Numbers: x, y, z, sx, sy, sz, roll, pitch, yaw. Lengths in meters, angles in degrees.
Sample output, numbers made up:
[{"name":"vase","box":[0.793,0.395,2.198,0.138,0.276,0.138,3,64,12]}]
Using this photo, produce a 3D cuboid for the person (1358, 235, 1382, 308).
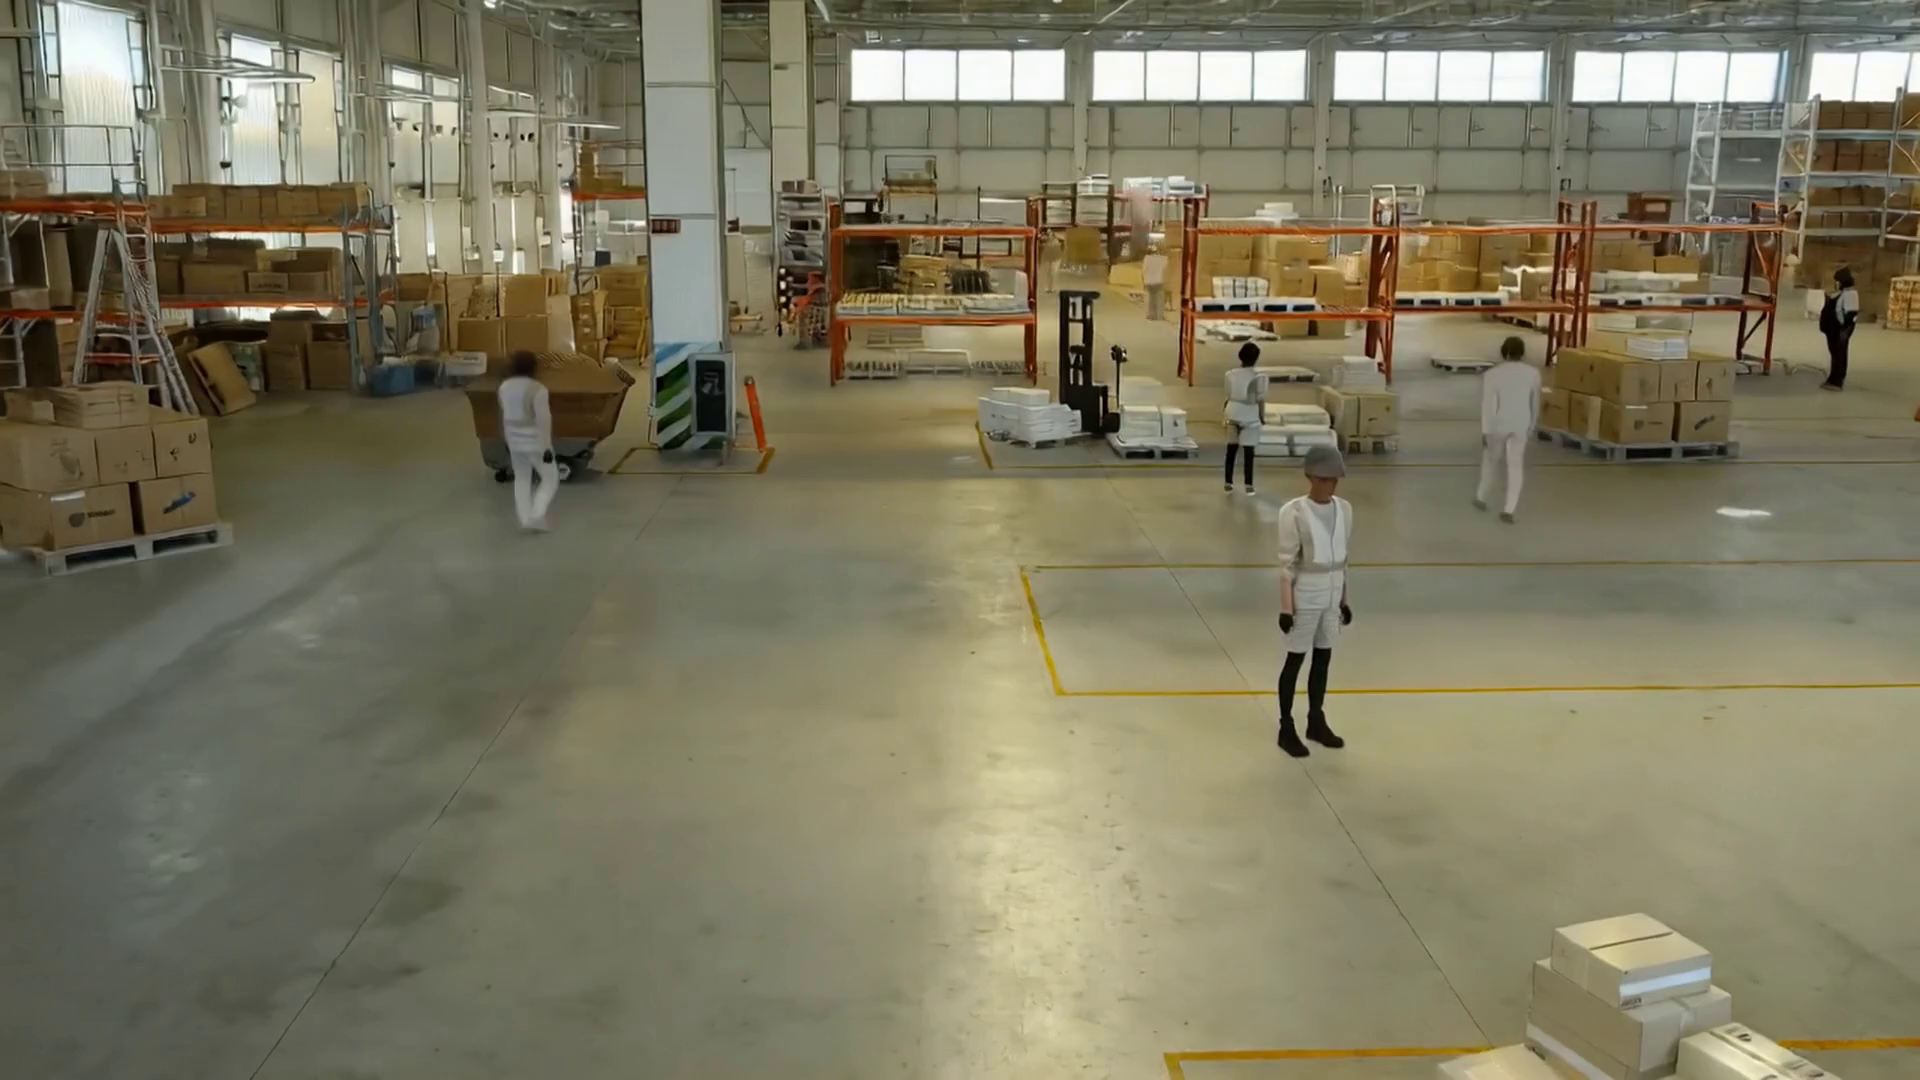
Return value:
[{"name":"person","box":[10.561,-6.881,42.934,0.631,1.940,0.372,-5,13,-20]}]

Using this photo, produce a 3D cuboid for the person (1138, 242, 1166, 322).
[{"name":"person","box":[4.586,-6.195,39.918,0.603,1.894,0.789,-7,14,-29]}]

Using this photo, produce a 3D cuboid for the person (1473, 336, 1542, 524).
[{"name":"person","box":[5.637,-1.162,17.202,0.647,1.892,0.968,0,12,-1]}]

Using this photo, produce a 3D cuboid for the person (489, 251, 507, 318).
[{"name":"person","box":[-11.376,-6.263,40.851,0.314,1.633,0.519,-12,17,-43]}]

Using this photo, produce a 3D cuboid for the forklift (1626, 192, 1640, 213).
[{"name":"forklift","box":[24.396,-11.234,60.444,1.873,2.768,1.129,5,14,23]}]

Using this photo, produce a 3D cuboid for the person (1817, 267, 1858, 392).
[{"name":"person","box":[14.318,-3.440,27.165,0.537,2.000,0.682,4,13,16]}]

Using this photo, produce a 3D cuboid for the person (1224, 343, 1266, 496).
[{"name":"person","box":[3.162,-1.338,18.480,0.323,1.688,0.549,-11,17,-41]}]

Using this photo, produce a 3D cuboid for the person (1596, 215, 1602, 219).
[{"name":"person","box":[24.899,-11.766,65.110,0.538,1.875,0.982,3,13,11]}]

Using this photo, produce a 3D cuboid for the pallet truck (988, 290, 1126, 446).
[{"name":"pallet truck","box":[1.257,-2.299,22.111,1.885,1.965,0.823,-9,15,-35]}]

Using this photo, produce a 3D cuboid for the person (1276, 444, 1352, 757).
[{"name":"person","box":[2.192,0.364,10.226,0.548,1.937,0.358,-7,14,-29]}]

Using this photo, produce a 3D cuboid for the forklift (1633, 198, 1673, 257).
[{"name":"forklift","box":[19.176,-8.081,46.208,1.129,2.768,1.873,0,12,-2]}]

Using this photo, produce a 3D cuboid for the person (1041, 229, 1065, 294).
[{"name":"person","box":[2.756,-8.203,48.997,0.644,1.890,0.958,-3,13,-13]}]

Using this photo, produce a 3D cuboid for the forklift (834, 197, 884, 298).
[{"name":"forklift","box":[-2.975,-8.436,47.812,1.129,2.768,1.873,-4,13,-19]}]

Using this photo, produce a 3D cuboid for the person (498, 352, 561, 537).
[{"name":"person","box":[-4.209,-0.923,16.280,0.657,1.828,0.455,8,15,31]}]

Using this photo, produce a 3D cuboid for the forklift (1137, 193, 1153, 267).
[{"name":"forklift","box":[6.283,-10.460,56.949,1.873,2.768,1.129,0,12,-2]}]
